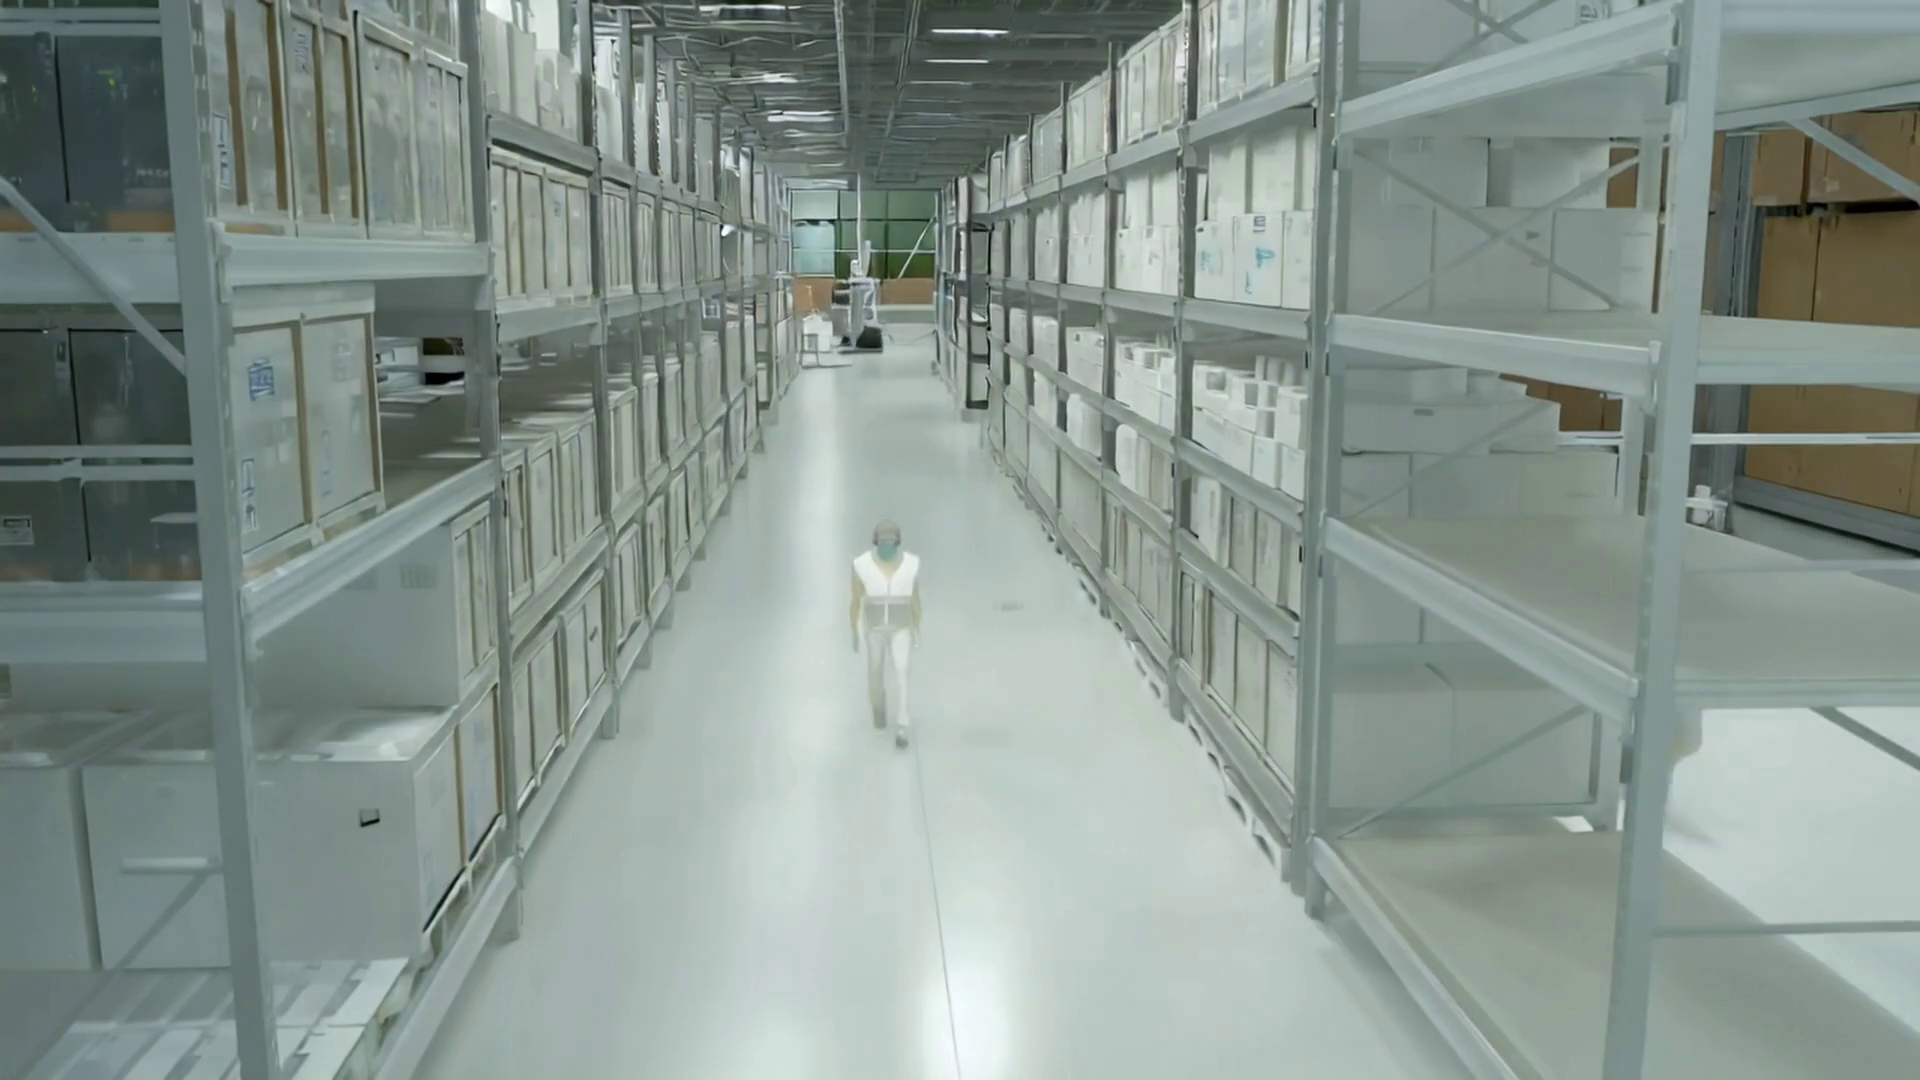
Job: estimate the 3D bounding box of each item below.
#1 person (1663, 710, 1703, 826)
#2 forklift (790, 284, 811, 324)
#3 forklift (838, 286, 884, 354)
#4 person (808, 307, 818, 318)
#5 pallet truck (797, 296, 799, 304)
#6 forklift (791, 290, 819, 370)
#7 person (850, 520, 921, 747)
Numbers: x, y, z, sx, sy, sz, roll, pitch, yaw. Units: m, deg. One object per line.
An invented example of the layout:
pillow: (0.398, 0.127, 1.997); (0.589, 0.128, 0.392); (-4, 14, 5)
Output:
person: (4.876, 0.951, 11.471); (0.621, 1.977, 0.534); (0, 10, 0)
forklift: (-7.279, -10.304, 76.020); (1.129, 2.768, 1.873); (2, 10, 11)
forklift: (-4.123, -9.110, 68.885); (1.873, 2.768, 1.129); (-1, 10, -3)
person: (-6.389, -9.283, 72.777); (0.542, 1.928, 0.400); (9, 13, 43)
pallet truck: (-8.622, -12.439, 91.403); (1.885, 1.965, 0.823); (2, 10, 13)
forklift: (-5.942, -7.439, 58.902); (1.873, 2.768, 1.129); (-1, 10, -4)
person: (-0.596, 0.718, 13.419); (0.580, 1.800, 0.995); (-1, 10, -9)
